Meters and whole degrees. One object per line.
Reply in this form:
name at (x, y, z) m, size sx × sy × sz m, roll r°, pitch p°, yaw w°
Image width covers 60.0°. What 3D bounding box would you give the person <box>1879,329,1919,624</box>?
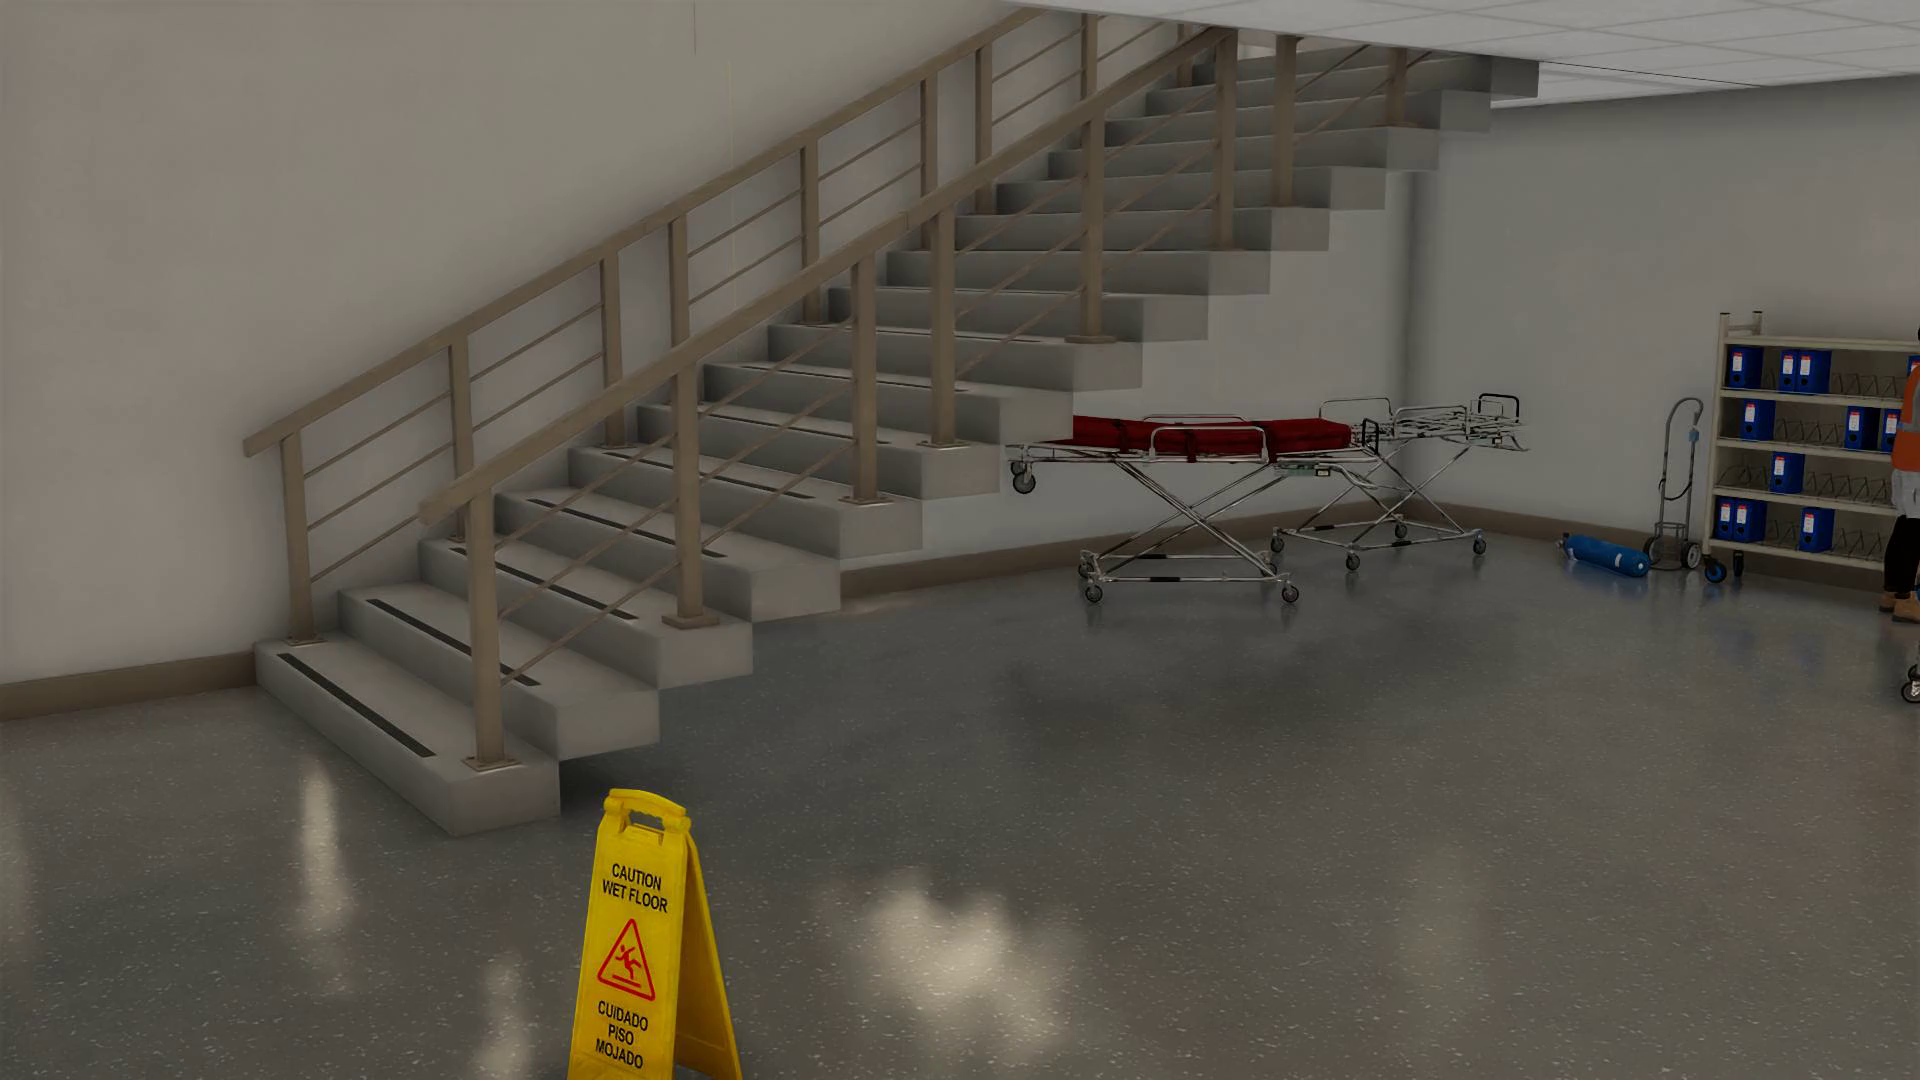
person at (5.280, -0.393, 9.096) m, size 0.317 × 1.695 × 0.540 m, roll 3°, pitch 10°, yaw 17°
